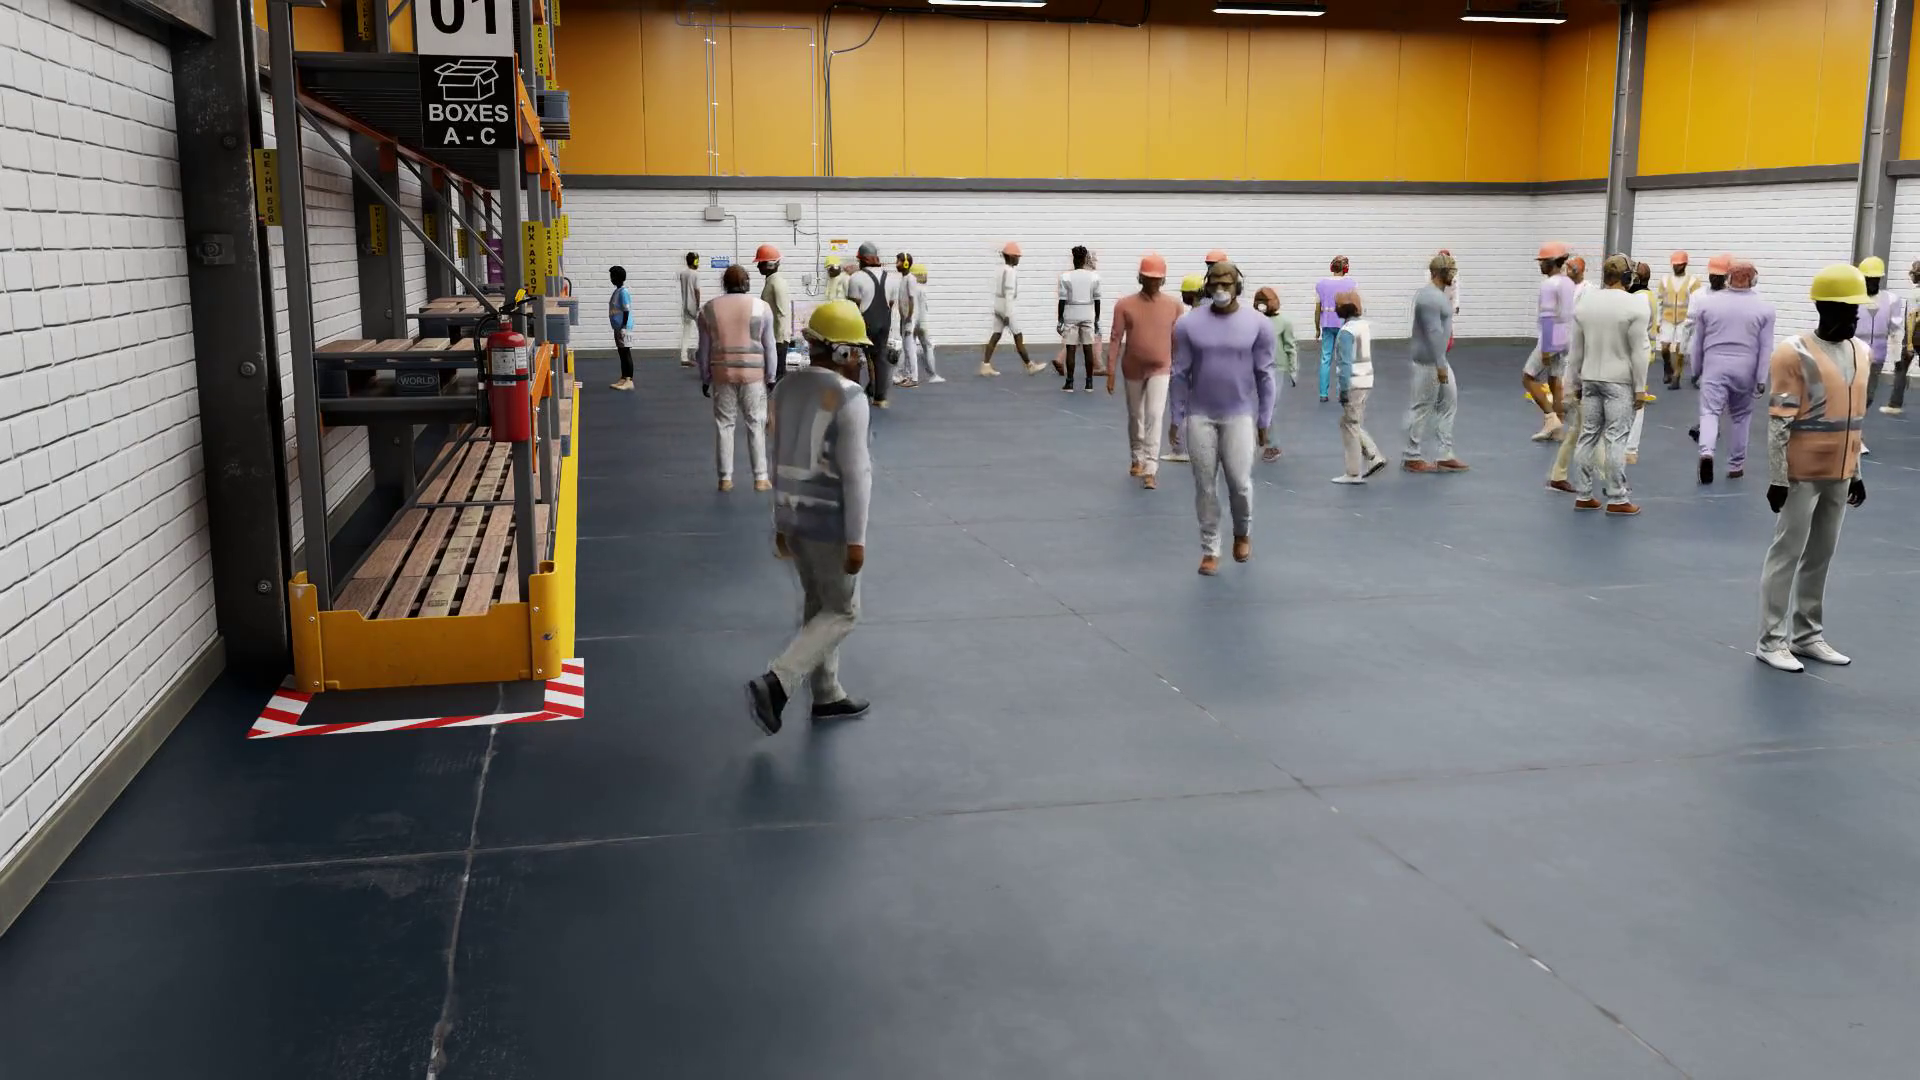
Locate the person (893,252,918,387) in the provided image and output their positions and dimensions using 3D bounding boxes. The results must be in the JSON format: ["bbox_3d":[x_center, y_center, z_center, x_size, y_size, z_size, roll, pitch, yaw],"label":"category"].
[{"bbox_3d":[-0.748,-3.055,23.120,0.330,1.870,0.541,-2,10,-12],"label":"person"}]

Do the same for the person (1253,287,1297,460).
[{"bbox_3d":[2.812,-1.529,15.377,0.506,1.602,0.728,8,13,39],"label":"person"}]

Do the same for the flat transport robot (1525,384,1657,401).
[{"bbox_3d":[7.928,-1.858,20.903,1.431,0.197,0.652,-2,10,-12],"label":"flat transport robot"}]

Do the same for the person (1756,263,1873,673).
[{"bbox_3d":[4.084,-0.339,7.895,0.595,1.925,0.373,-5,11,-24],"label":"person"}]

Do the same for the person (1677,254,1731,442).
[{"bbox_3d":[7.579,-1.935,16.857,0.982,1.878,0.584,-10,14,-44],"label":"person"}]

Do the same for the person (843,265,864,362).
[{"bbox_3d":[-1.779,-3.734,27.540,0.426,1.615,0.544,0,10,1],"label":"person"}]

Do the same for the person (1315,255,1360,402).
[{"bbox_3d":[4.731,-2.643,20.888,0.571,1.845,0.382,5,11,27],"label":"person"}]

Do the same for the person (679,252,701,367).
[{"bbox_3d":[-4.248,-3.718,26.882,0.508,1.829,0.879,8,13,36],"label":"person"}]

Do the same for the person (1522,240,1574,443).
[{"bbox_3d":[5.906,-1.969,16.647,0.609,2.027,0.438,-10,14,-44],"label":"person"}]

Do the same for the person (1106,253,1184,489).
[{"bbox_3d":[1.557,-1.445,14.028,0.638,1.938,1.065,1,10,5],"label":"person"}]

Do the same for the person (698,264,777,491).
[{"bbox_3d":[-1.795,-1.311,13.524,0.633,1.841,0.429,0,10,0],"label":"person"}]

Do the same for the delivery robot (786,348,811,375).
[{"bbox_3d":[-2.298,-2.393,22.824,0.707,0.478,0.477,6,12,29],"label":"delivery robot"}]

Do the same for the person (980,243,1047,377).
[{"bbox_3d":[0.771,-3.425,24.819,1.050,1.980,0.617,-4,11,-20],"label":"person"}]

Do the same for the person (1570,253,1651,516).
[{"bbox_3d":[4.816,-1.147,12.346,0.378,1.940,0.628,-6,12,-32],"label":"person"}]

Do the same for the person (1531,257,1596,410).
[{"bbox_3d":[7.325,-2.434,19.799,0.979,1.830,0.604,0,10,1],"label":"person"}]

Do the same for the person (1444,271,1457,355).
[{"bbox_3d":[6.915,-3.121,23.873,0.556,1.716,0.522,-9,13,-40],"label":"person"}]

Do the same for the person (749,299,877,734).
[{"bbox_3d":[-0.624,-0.076,6.789,0.657,1.803,0.624,-9,14,-42],"label":"person"}]

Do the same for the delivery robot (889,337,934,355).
[{"bbox_3d":[-0.789,-3.169,27.124,0.707,0.478,0.477,-3,11,-18],"label":"delivery robot"}]

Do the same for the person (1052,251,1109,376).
[{"bbox_3d":[1.854,-3.385,24.900,0.860,1.881,0.640,-5,11,-24],"label":"person"}]

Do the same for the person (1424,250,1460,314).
[{"bbox_3d":[8.357,-4.074,28.774,0.613,1.856,0.803,0,10,0],"label":"person"}]

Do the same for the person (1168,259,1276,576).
[{"bbox_3d":[1.599,-0.748,10.179,0.633,1.920,0.483,3,11,18],"label":"person"}]

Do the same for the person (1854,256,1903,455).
[{"bbox_3d":[8.750,-1.802,16.134,0.580,1.890,0.921,1,10,8],"label":"person"}]

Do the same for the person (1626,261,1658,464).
[{"bbox_3d":[6.130,-1.618,15.227,0.429,1.844,0.627,5,12,27],"label":"person"}]

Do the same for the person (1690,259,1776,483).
[{"bbox_3d":[6.493,-1.421,14.031,0.639,1.879,0.872,6,12,29],"label":"person"}]

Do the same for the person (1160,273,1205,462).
[{"bbox_3d":[2.212,-1.554,15.146,0.736,1.742,0.520,10,14,43],"label":"person"}]

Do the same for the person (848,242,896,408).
[{"bbox_3d":[-1.168,-2.626,20.257,0.700,2.000,0.769,-9,14,-41],"label":"person"}]

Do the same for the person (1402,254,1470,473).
[{"bbox_3d":[4.161,-1.523,14.495,0.569,1.913,0.720,5,12,28],"label":"person"}]

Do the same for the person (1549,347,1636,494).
[{"bbox_3d":[5.075,-1.128,13.184,0.502,1.584,0.850,-9,13,-39],"label":"person"}]

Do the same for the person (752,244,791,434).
[{"bbox_3d":[-1.980,-2.117,17.570,0.399,1.989,0.622,-3,11,-16],"label":"person"}]

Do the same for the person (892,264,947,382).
[{"bbox_3d":[-0.625,-3.086,23.750,0.814,1.711,0.499,-7,12,-32],"label":"person"}]

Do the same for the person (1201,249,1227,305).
[{"bbox_3d":[2.978,-2.443,19.548,0.375,1.931,0.542,-10,14,-44],"label":"person"}]

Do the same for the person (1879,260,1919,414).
[{"bbox_3d":[11.165,-2.329,19.249,0.519,1.819,0.835,-3,11,-19],"label":"person"}]

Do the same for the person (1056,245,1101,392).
[{"bbox_3d":[1.593,-2.962,22.322,0.613,1.965,0.361,-2,10,-11],"label":"person"}]

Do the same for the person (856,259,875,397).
[{"bbox_3d":[-1.177,-2.823,21.631,0.356,1.936,0.551,4,11,20],"label":"person"}]

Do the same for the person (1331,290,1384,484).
[{"bbox_3d":[3.278,-1.266,13.863,0.363,1.618,0.537,6,12,31],"label":"person"}]

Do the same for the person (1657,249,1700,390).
[{"bbox_3d":[9.816,-3.015,22.767,0.540,1.918,0.545,7,12,32],"label":"person"}]

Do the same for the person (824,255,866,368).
[{"bbox_3d":[-1.854,-3.647,26.601,0.616,1.799,0.639,-9,13,-40],"label":"person"}]

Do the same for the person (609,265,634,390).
[{"bbox_3d":[-4.619,-2.889,22.678,0.319,1.693,0.532,-4,11,-23],"label":"person"}]
